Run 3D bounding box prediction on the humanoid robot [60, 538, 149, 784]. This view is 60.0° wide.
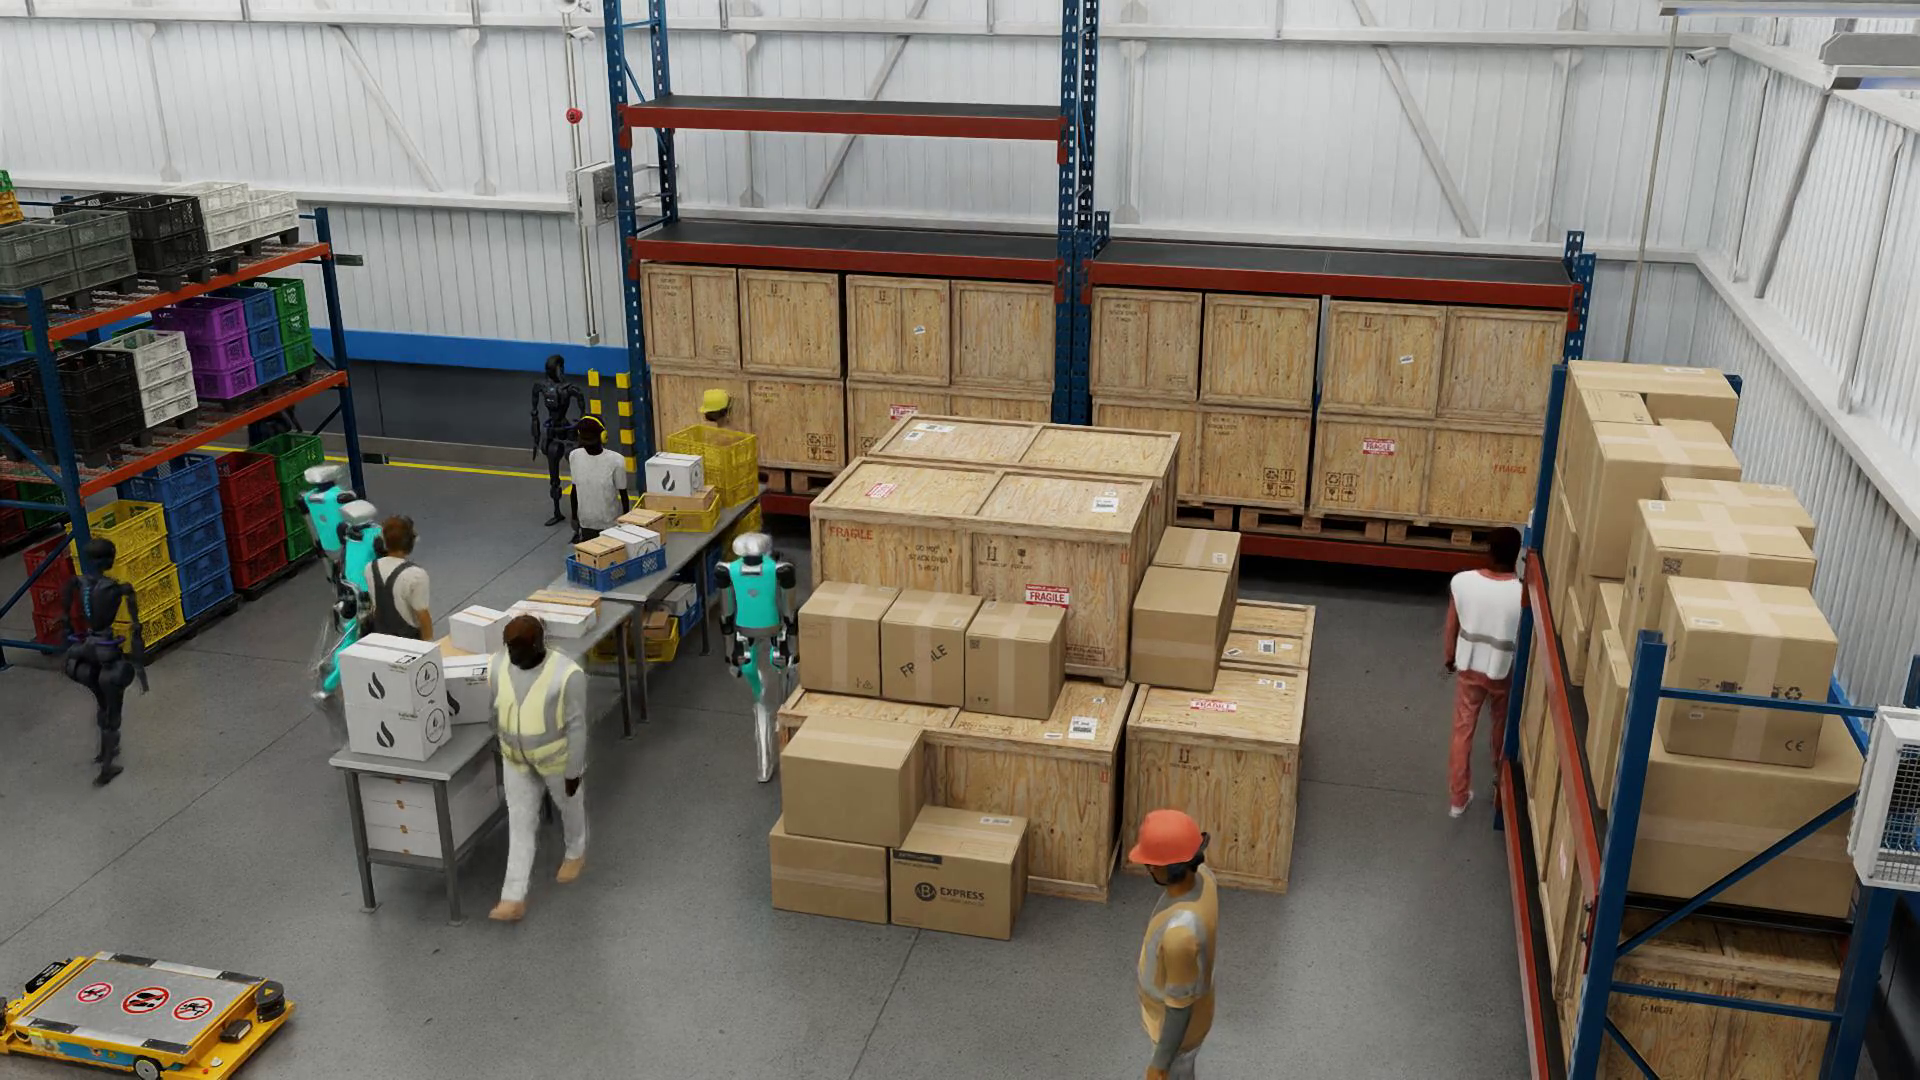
[{"bbox_3d":[-5.687,0.787,11.035,0.608,1.630,0.549,3,21,8],"label":"humanoid robot"}]

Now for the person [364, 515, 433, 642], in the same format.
[{"bbox_3d":[-3.645,0.693,11.068,0.547,1.809,0.806,7,22,18],"label":"person"}]

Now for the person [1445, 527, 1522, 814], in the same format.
[{"bbox_3d":[3.440,0.782,10.748,0.621,1.870,0.956,13,24,30],"label":"person"}]

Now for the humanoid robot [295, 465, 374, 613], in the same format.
[{"bbox_3d":[-4.397,0.194,12.520,0.596,1.776,0.915,9,23,23],"label":"humanoid robot"}]

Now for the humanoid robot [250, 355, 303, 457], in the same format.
[{"bbox_3d":[-6.760,-1.166,16.154,0.637,1.626,0.610,8,22,20],"label":"humanoid robot"}]

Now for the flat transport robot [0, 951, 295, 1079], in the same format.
[{"bbox_3d":[-4.270,2.464,8.601,1.431,0.231,0.659,5,22,13],"label":"flat transport robot"}]

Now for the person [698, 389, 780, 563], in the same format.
[{"bbox_3d":[-1.923,-0.467,14.207,0.674,1.735,0.544,-2,21,-4],"label":"person"}]

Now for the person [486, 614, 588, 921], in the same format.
[{"bbox_3d":[-2.447,1.286,9.527,0.635,1.786,0.948,4,21,11],"label":"person"}]

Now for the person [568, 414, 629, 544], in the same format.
[{"bbox_3d":[-2.831,-0.093,13.057,0.517,1.865,0.328,5,22,14],"label":"person"}]

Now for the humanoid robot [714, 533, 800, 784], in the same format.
[{"bbox_3d":[-1.305,0.678,11.300,0.532,1.773,1.018,1,21,2],"label":"humanoid robot"}]

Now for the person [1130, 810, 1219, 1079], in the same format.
[{"bbox_3d":[0.898,2.064,7.177,0.386,2.035,0.604,5,22,14],"label":"person"}]

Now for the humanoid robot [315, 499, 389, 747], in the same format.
[{"bbox_3d":[-4.193,0.683,11.288,0.530,1.840,0.776,15,26,35],"label":"humanoid robot"}]

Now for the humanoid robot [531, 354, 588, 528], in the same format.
[{"bbox_3d":[-3.694,-0.920,15.463,0.599,1.653,0.315,5,22,13],"label":"humanoid robot"}]
